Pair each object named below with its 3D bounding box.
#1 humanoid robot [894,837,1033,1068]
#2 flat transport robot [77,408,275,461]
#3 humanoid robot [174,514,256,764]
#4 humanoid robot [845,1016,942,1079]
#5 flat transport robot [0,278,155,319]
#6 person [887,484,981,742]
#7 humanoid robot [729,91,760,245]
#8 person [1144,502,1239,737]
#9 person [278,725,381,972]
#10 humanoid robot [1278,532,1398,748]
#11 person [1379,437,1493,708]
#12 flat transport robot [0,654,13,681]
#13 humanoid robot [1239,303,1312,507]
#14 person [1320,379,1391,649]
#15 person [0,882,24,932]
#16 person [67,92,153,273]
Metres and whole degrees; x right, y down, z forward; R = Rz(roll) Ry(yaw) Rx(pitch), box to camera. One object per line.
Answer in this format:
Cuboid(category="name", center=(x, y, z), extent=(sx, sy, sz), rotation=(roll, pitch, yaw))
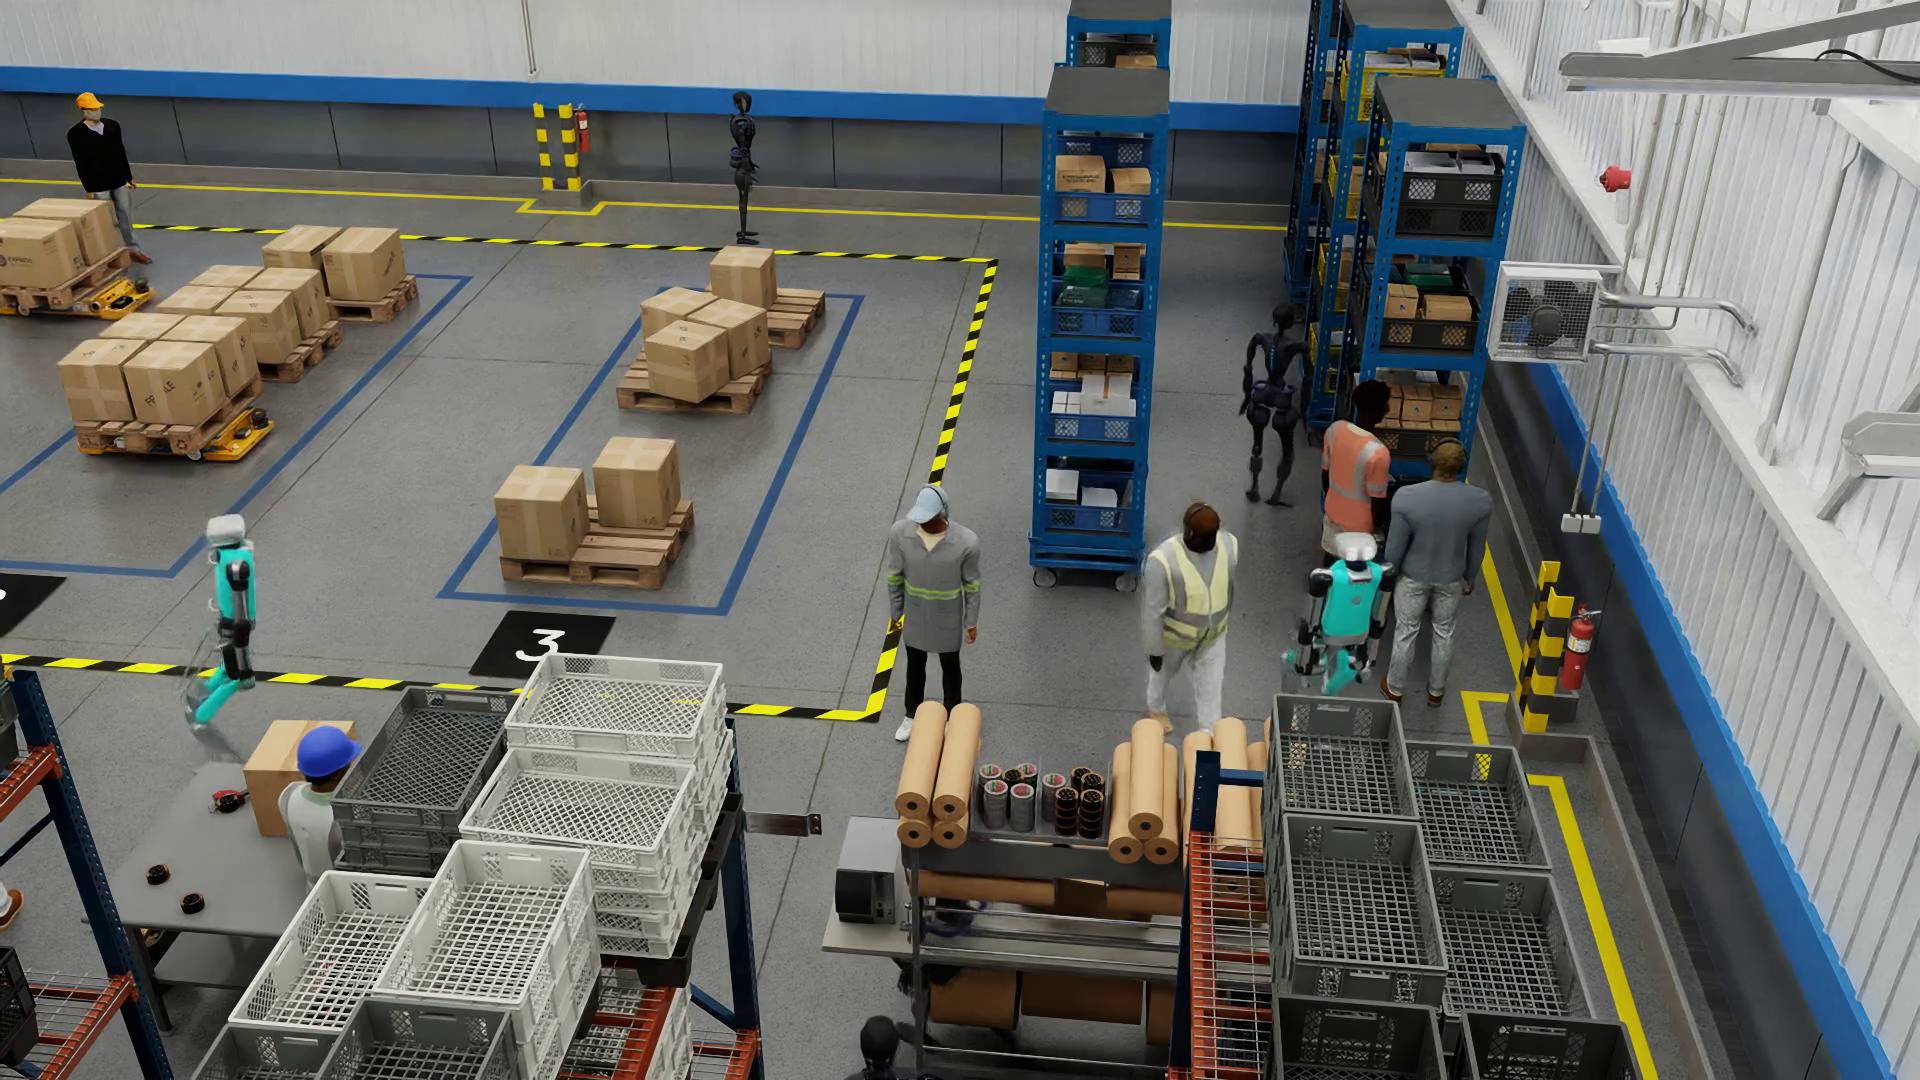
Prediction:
Cuboid(category="humanoid robot", center=(0.000, 1.924, 8.010), extent=(0.746, 1.633, 0.596), rotation=(19, 35, 30))
Cuboid(category="flat transport robot", center=(-6.728, -0.944, 14.268), extent=(1.431, 0.197, 0.652), rotation=(3, 30, 6))
Cuboid(category="humanoid robot", center=(-4.516, 0.732, 9.985), extent=(0.811, 1.796, 0.531), rotation=(-15, 33, -23))
Cuboid(category="humanoid robot", center=(-0.294, 2.620, 6.824), extent=(0.611, 1.626, 0.783), rotation=(-5, 31, -9))
Cuboid(category="flat transport robot", center=(-9.059, -2.494, 16.930), extent=(1.431, 0.197, 0.652), rotation=(3, 30, 6))
Cuboid(category="person", center=(-0.171, 0.467, 10.301), extent=(0.587, 1.850, 0.396), rotation=(7, 31, 12))
Cuboid(category="humanoid robot", center=(-2.373, -4.120, 18.338), extent=(0.315, 1.654, 0.599), rotation=(-2, 30, -3))
Cuboid(category="person", center=(1.415, 0.572, 10.181), extent=(0.647, 1.788, 0.972), rotation=(-9, 32, -16))
Cuboid(category="person", center=(-2.927, 1.719, 8.052), extent=(0.603, 1.948, 0.387), rotation=(16, 34, 25))
Cuboid(category="humanoid robot", center=(2.218, 0.599, 10.211), extent=(0.537, 1.760, 0.932), rotation=(-5, 31, -9))
Cuboid(category="person", center=(3.004, 0.221, 10.634), extent=(0.626, 1.940, 0.372), rotation=(3, 30, 4))
Cuboid(category="flat transport robot", center=(-7.142, 0.969, 11.010), extent=(1.431, 0.231, 0.659), rotation=(3, 30, 6))
Cuboid(category="humanoid robot", center=(2.451, -1.040, 13.072), extent=(0.598, 1.653, 0.445), rotation=(17, 34, 27))
Cuboid(category="person", center=(2.676, -0.179, 11.294), extent=(0.369, 1.966, 0.600), rotation=(-14, 33, -22))
Cuboid(category="person", center=(-5.466, 1.332, 8.778), extent=(0.572, 1.886, 0.354), rotation=(-10, 32, -16))
Cuboid(category="person", center=(-8.993, -3.778, 17.558), extent=(0.362, 1.884, 0.585), rotation=(16, 34, 25))
